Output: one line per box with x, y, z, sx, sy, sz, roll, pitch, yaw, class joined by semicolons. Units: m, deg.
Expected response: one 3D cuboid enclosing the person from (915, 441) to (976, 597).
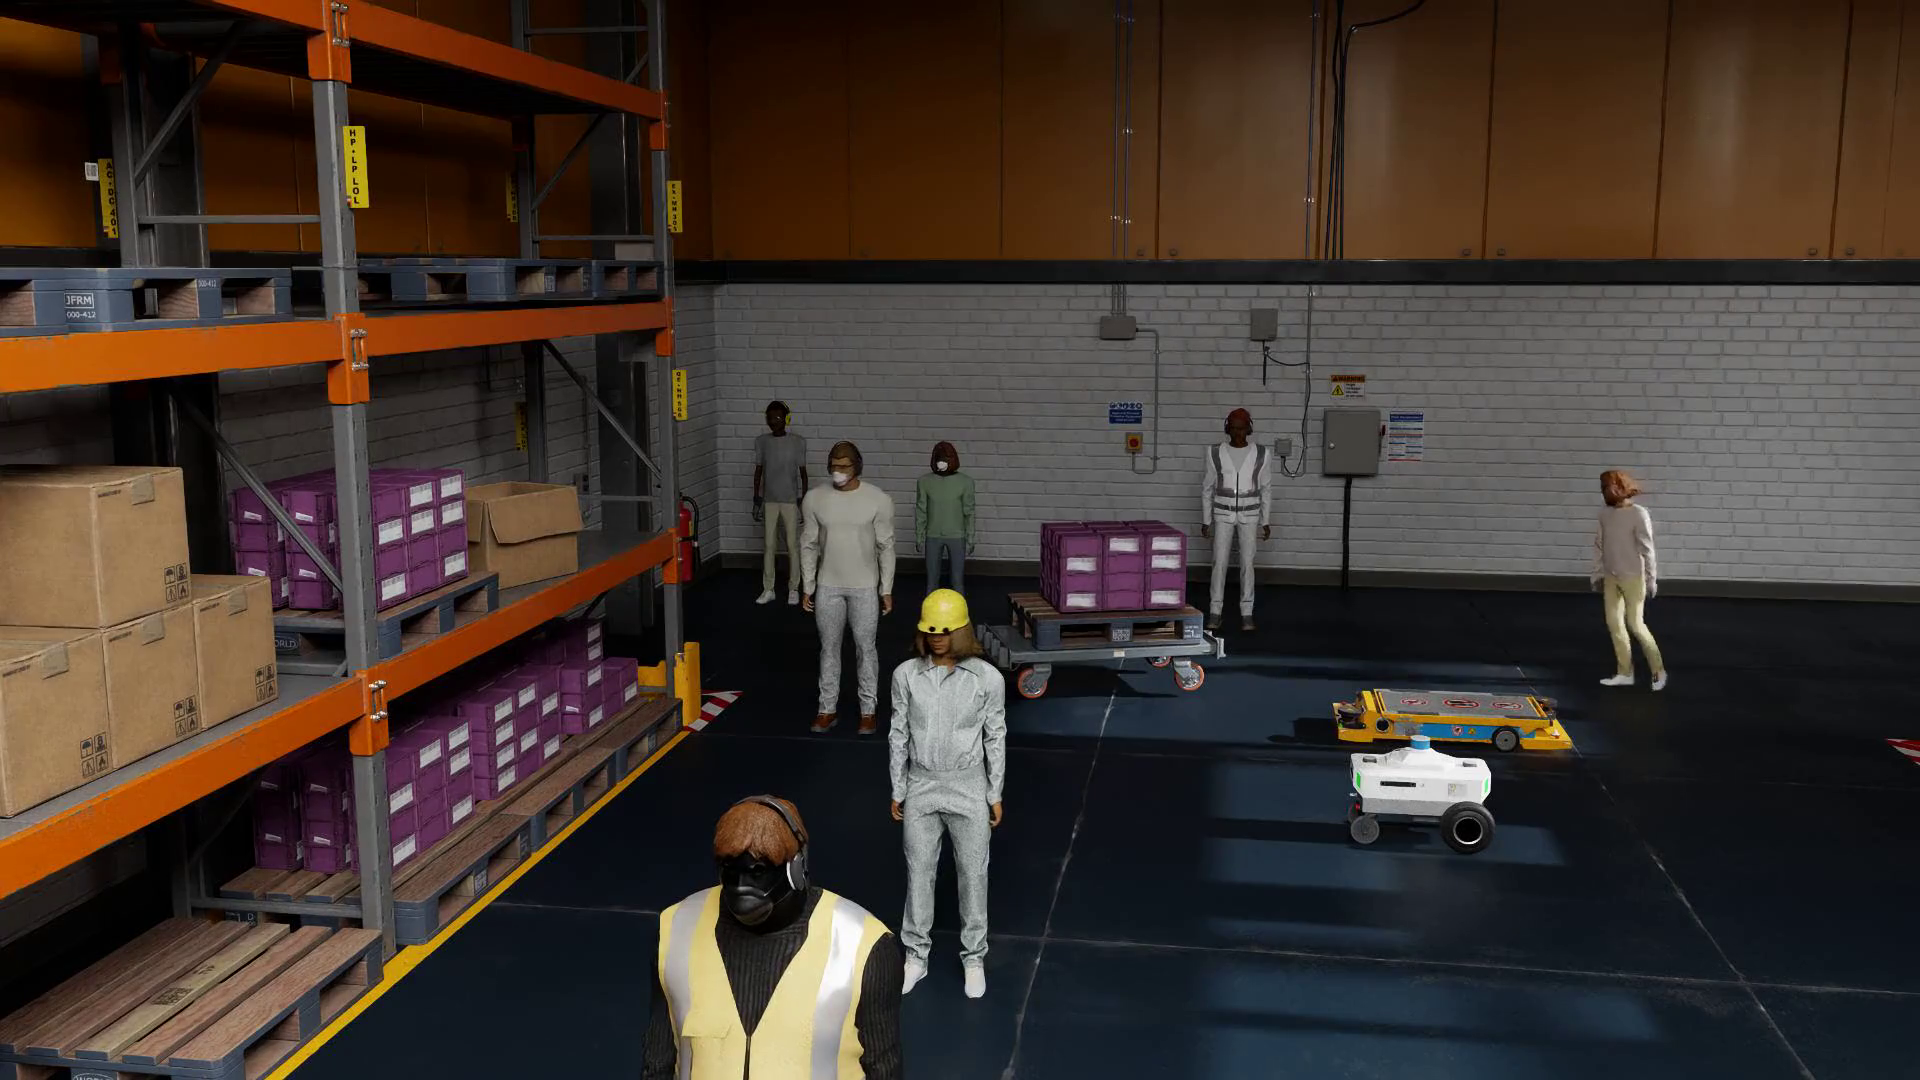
-0.123;-0.007;13.794;0.507;1.632;0.267;1;9;9;person

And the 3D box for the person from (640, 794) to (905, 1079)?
-0.450;1.489;3.926;0.633;1.841;0.429;1;9;9;person

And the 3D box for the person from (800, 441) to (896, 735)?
-0.737;0.313;10.884;0.635;1.936;0.352;1;9;9;person

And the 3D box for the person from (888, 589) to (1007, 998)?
-0.058;1.053;6.925;0.492;1.740;0.325;1;9;9;person

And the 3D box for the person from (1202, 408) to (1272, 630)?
2.330;-0.173;14.042;0.584;1.882;0.337;1;9;9;person

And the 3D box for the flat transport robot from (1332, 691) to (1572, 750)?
3.174;1.155;10.818;1.431;0.197;0.652;1;9;9;flat transport robot

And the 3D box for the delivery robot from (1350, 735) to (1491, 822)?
2.440;1.284;8.855;0.707;0.478;0.477;1;9;9;delivery robot

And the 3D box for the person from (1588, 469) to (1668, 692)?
4.857;0.286;12.091;0.450;1.597;0.576;-4;10;-21;person

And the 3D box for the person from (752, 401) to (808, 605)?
-1.631;-0.338;15.110;0.533;1.868;0.310;1;9;9;person
